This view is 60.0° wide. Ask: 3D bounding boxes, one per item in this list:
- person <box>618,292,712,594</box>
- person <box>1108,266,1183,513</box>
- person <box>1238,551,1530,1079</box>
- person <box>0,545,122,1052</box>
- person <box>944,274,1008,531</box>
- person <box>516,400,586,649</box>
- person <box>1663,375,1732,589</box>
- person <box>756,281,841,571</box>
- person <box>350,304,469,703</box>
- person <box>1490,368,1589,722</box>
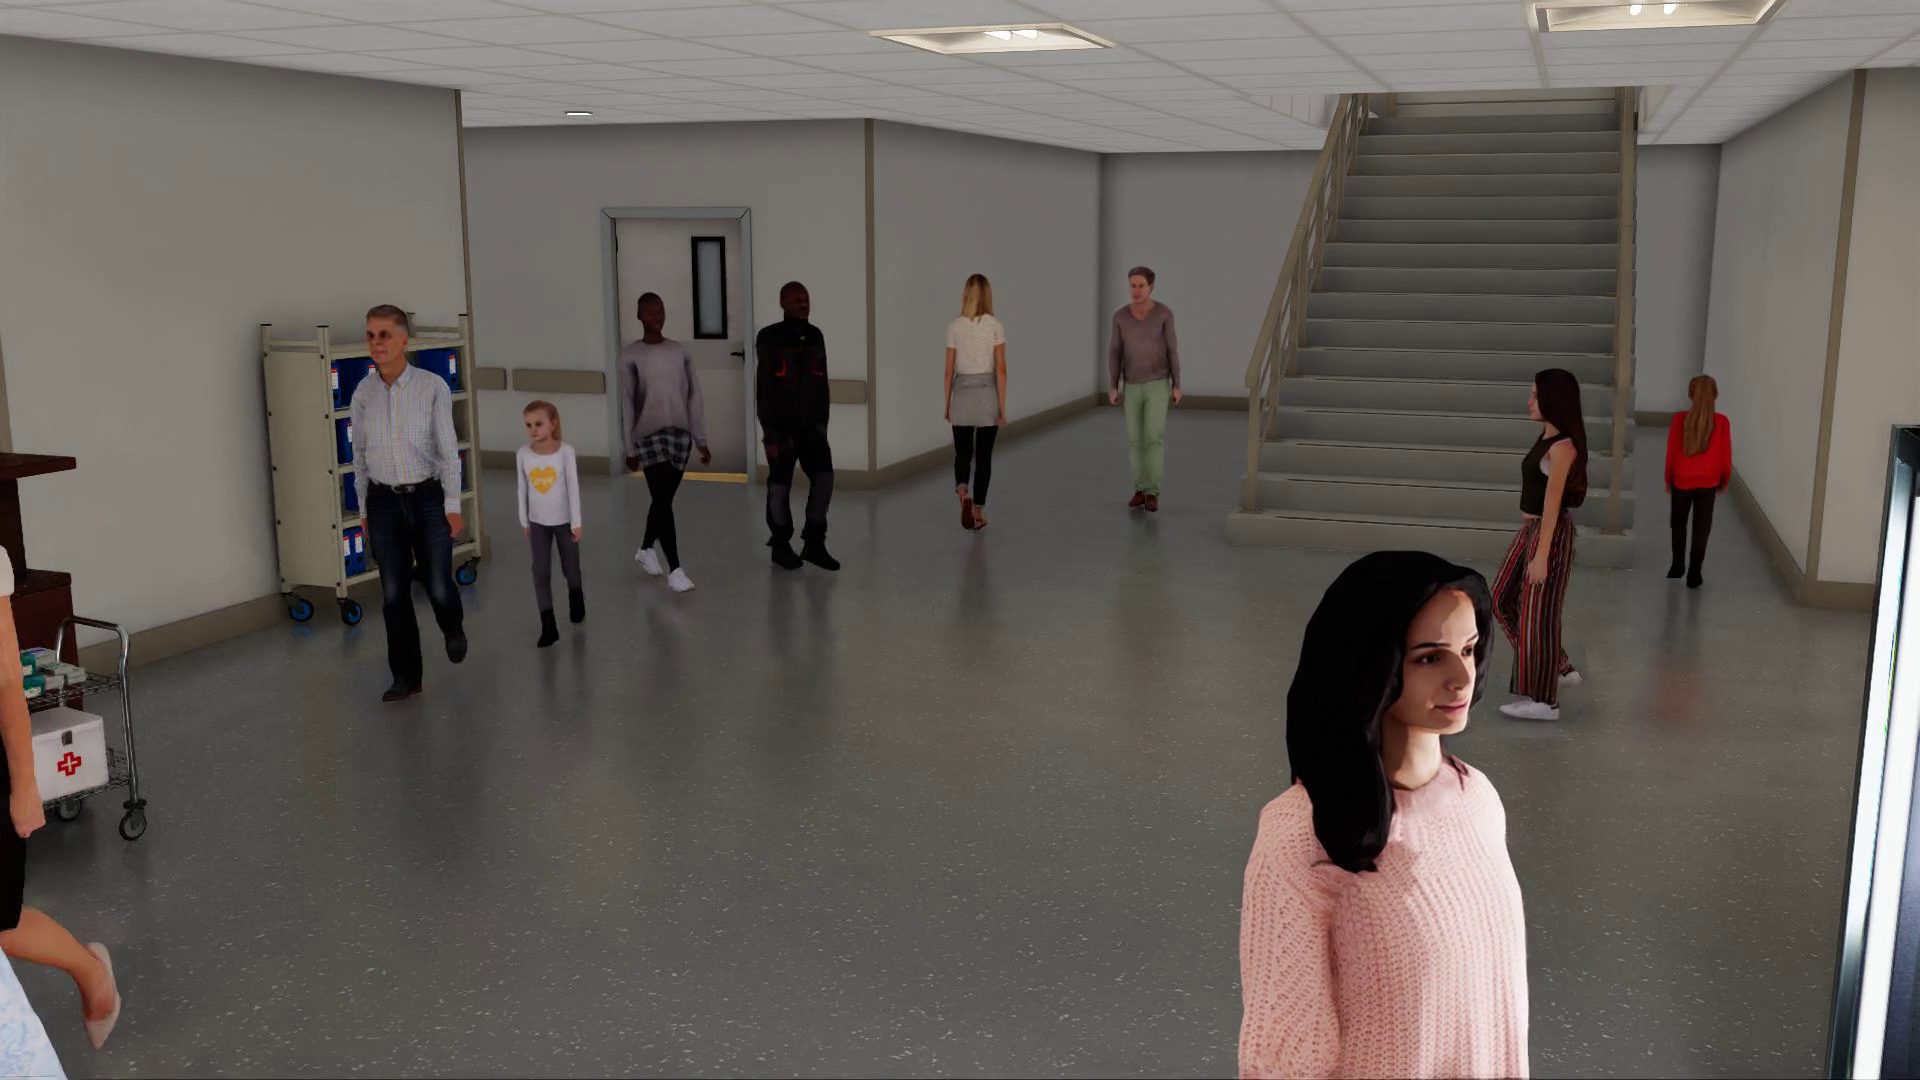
[{"bbox_3d":[-1.818,-0.581,9.976,1.162,1.738,1.111,-7,13,-33],"label":"person"},{"bbox_3d":[1.430,-1.137,12.630,0.680,1.840,0.839,4,11,19],"label":"person"},{"bbox_3d":[0.544,0.873,2.230,0.696,1.769,0.787,-7,13,-31],"label":"person"},{"bbox_3d":[-2.325,0.571,3.936,0.676,1.726,0.850,2,11,11],"label":"person"},{"bbox_3d":[0.112,-0.912,11.542,0.773,1.805,1.079,1,11,4],"label":"person"},{"bbox_3d":[-2.120,-0.101,8.725,0.687,1.260,0.905,0,11,-2],"label":"person"},{"bbox_3d":[4.396,-0.340,9.951,0.526,1.273,0.522,5,12,25],"label":"person"},{"bbox_3d":[-1.107,-0.727,10.556,0.922,1.808,0.981,-7,13,-33],"label":"person"},{"bbox_3d":[-2.505,-0.176,7.668,0.820,1.802,0.975,0,11,2],"label":"person"},{"bbox_3d":[2.632,0.028,7.255,0.687,1.554,0.637,1,11,5],"label":"person"}]
